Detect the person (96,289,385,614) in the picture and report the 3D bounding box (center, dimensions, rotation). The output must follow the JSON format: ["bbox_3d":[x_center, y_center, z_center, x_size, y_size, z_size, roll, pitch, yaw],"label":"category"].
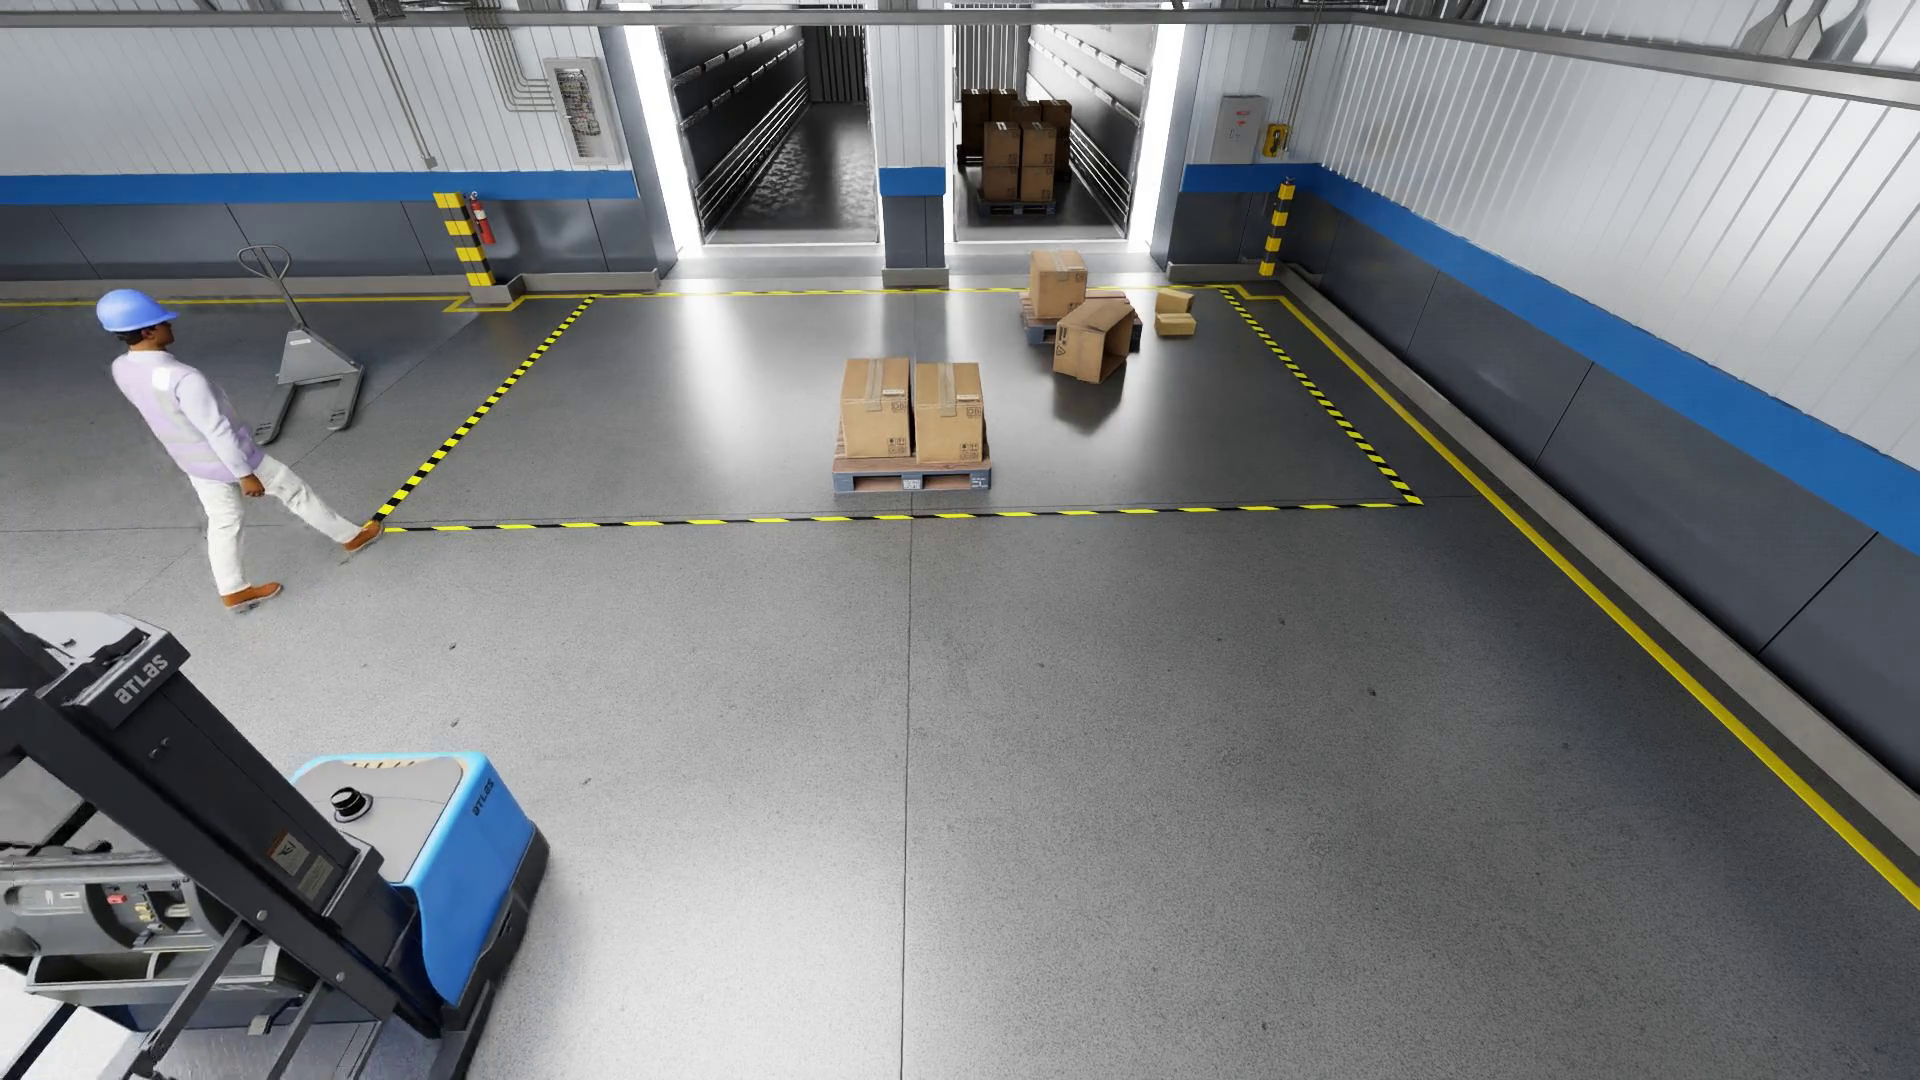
[{"bbox_3d":[-4.316,-0.524,4.314,0.628,1.893,0.992,10,40,13],"label":"person"}]

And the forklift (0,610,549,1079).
[{"bbox_3d":[-2.201,0.908,2.393,0.716,2.013,0.776,-1,38,-2],"label":"forklift"}]

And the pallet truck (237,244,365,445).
[{"bbox_3d":[-5.915,-1.733,6.366,0.680,1.201,1.601,-18,42,-21],"label":"pallet truck"}]
